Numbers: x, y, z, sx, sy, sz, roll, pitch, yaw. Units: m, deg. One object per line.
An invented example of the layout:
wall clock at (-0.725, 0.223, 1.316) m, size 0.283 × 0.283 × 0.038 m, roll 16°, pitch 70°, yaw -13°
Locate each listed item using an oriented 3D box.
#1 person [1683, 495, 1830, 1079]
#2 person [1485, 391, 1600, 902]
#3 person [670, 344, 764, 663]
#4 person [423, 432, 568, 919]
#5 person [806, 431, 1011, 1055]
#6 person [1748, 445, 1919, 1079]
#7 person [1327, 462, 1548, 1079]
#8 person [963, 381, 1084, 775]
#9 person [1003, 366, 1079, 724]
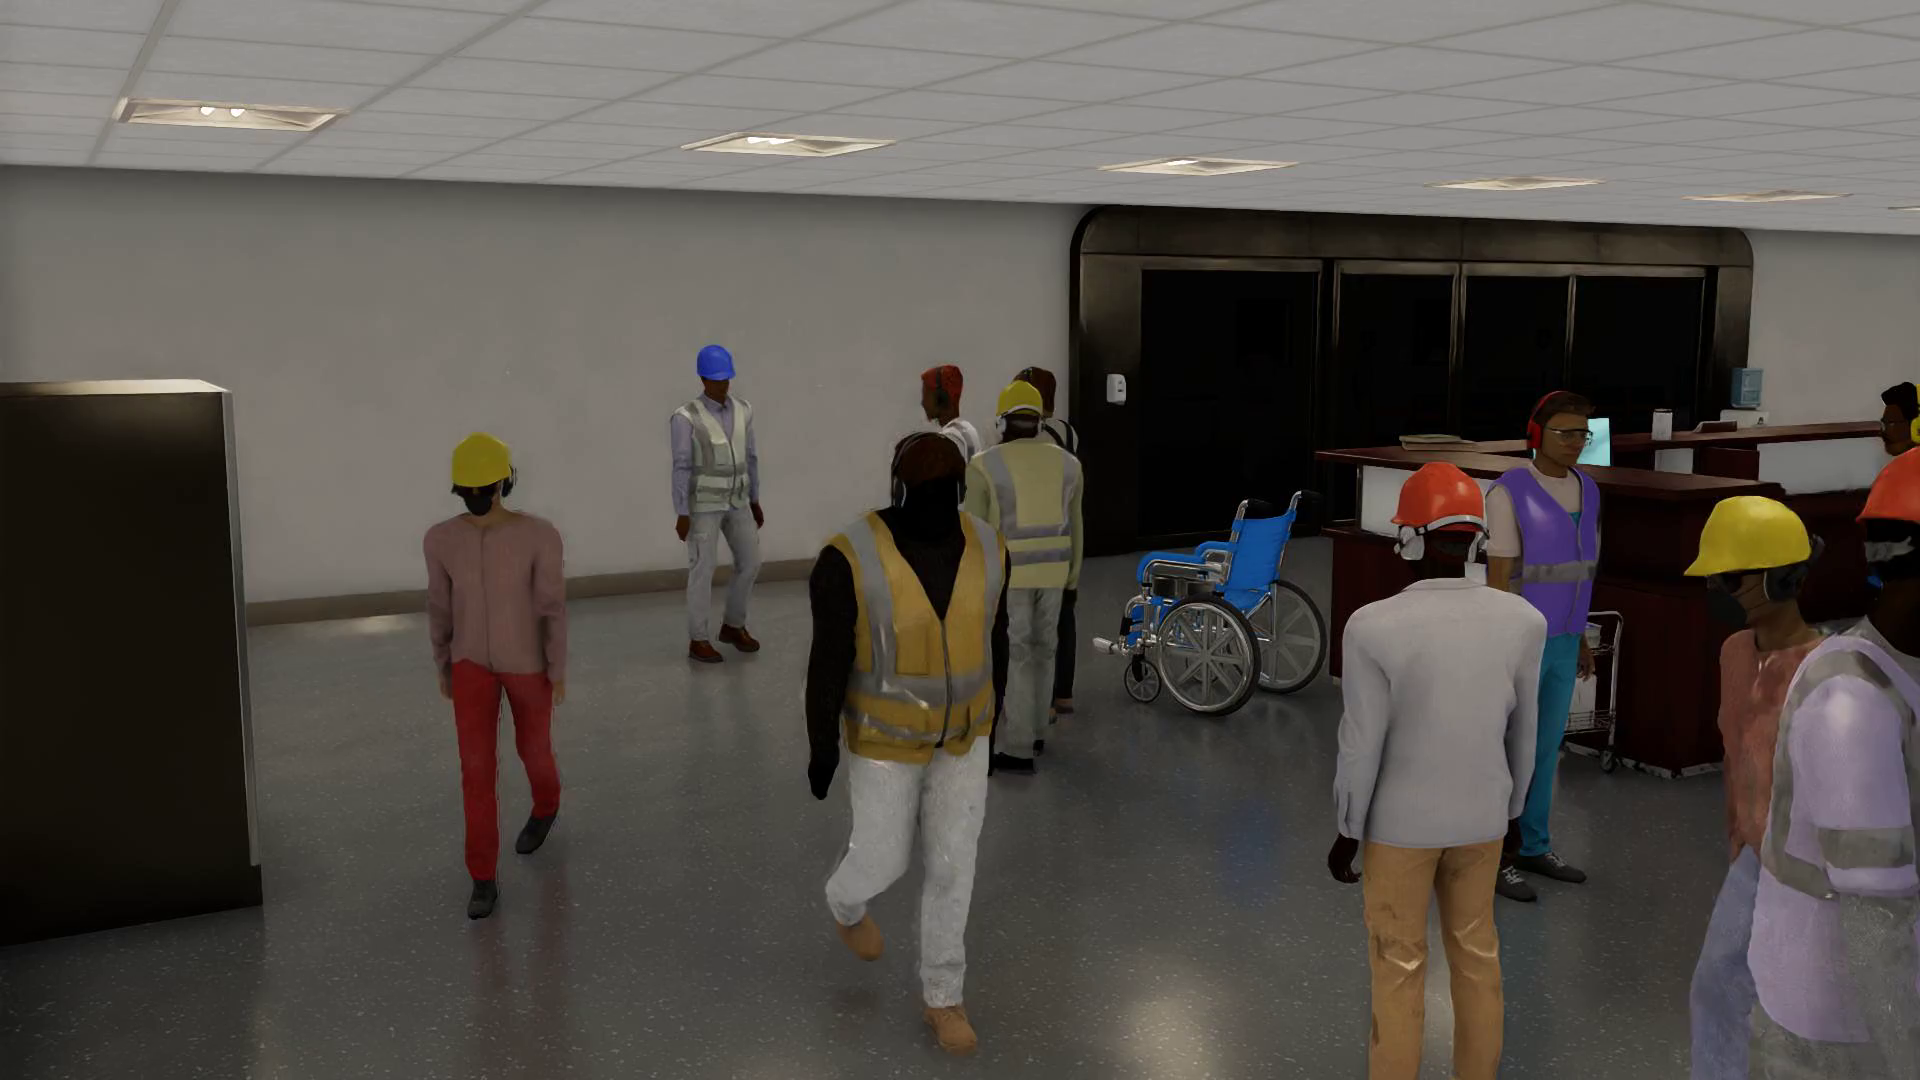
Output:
person at (1.862, 0.761, 3.729) m, size 0.622 × 1.716 × 0.526 m, roll -1°, pitch 8°, yaw -7°
person at (2.108, 0.372, 6.101) m, size 0.567 × 1.841 × 0.375 m, roll -6°, pitch 10°, yaw -37°
person at (-1.454, -0.214, 10.030) m, size 0.452 × 1.925 × 0.630 m, roll 7°, pitch 11°, yaw 43°
person at (-1.680, 0.430, 6.148) m, size 0.526 × 1.712 × 0.865 m, roll 0°, pitch 8°, yaw -2°
person at (-0.183, 0.556, 4.959) m, size 0.637 × 1.807 × 0.697 m, roll -4°, pitch 9°, yaw -24°
person at (1.578, 0.784, 2.817) m, size 0.558 × 1.914 × 0.435 m, roll -7°, pitch 10°, yaw -41°
person at (1.184, 0.678, 4.203) m, size 0.572 × 1.751 × 0.329 m, roll -3°, pitch 8°, yaw -18°
person at (0.276, 0.167, 7.761) m, size 0.602 × 1.802 × 0.592 m, roll -4°, pitch 9°, yaw -26°
person at (0.423, 0.027, 8.598) m, size 0.344 × 1.841 × 0.506 m, roll 4°, pitch 9°, yaw 29°
